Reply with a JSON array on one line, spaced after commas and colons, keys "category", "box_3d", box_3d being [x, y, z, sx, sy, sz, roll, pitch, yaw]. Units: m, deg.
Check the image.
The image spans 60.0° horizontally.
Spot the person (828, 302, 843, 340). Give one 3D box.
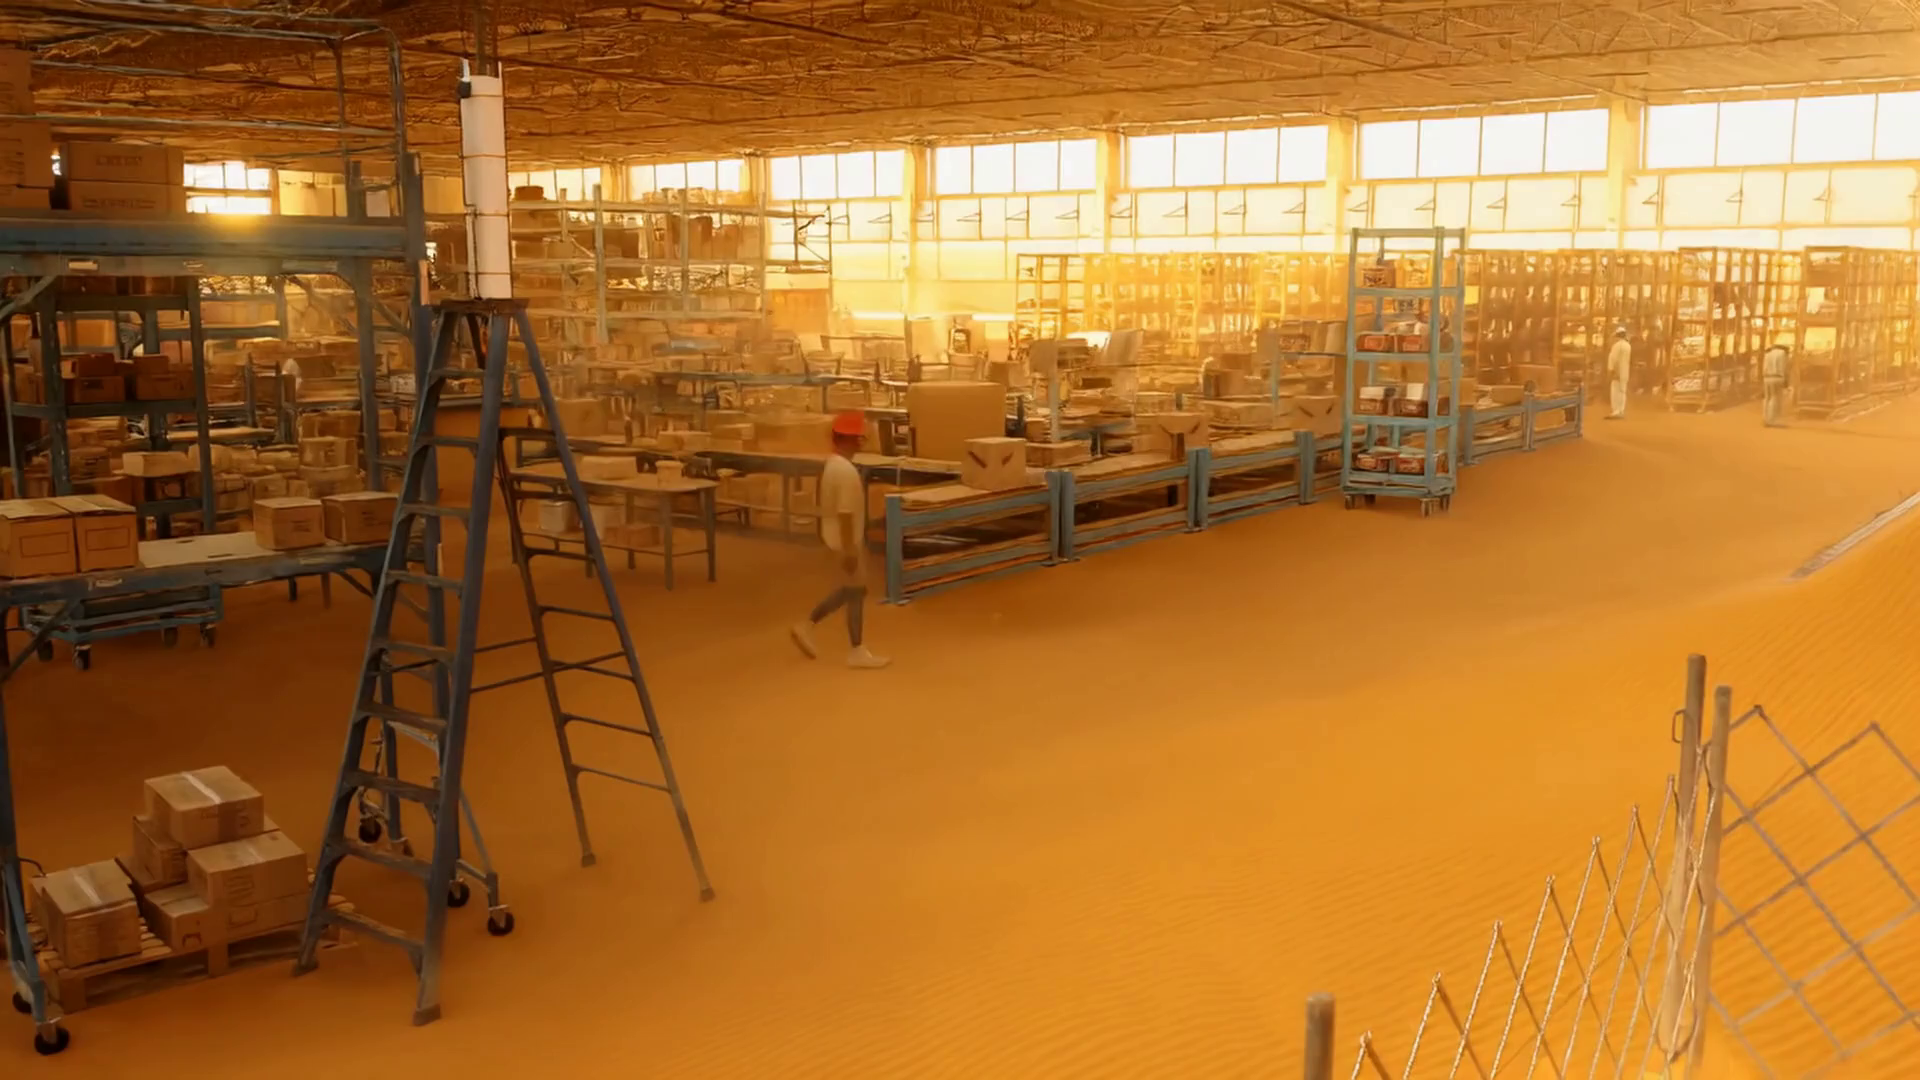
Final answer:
[{"category": "person", "box_3d": [-4.760, -8.110, 63.579, 0.602, 1.938, 0.401, -2, 9, -15]}]

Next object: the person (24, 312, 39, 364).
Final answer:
[{"category": "person", "box_3d": [-30.053, -6.564, 54.092, 0.989, 1.884, 0.569, -2, 9, -14]}]

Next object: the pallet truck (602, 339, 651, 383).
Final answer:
[{"category": "pallet truck", "box_3d": [-8.991, -4.871, 45.351, 0.653, 1.274, 1.630, 7, 11, 37]}]

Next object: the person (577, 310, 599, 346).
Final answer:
[{"category": "person", "box_3d": [-11.328, -6.048, 50.712, 0.629, 1.939, 0.371, -1, 9, -5]}]

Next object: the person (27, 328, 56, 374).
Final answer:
[{"category": "person", "box_3d": [-19.925, -3.676, 36.179, 0.643, 1.852, 1.022, -8, 12, -40]}]

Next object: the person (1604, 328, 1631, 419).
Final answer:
[{"category": "person", "box_3d": [13.704, -3.469, 34.705, 0.403, 1.911, 0.637, 9, 13, 44]}]

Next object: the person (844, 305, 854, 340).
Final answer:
[{"category": "person", "box_3d": [-4.536, -8.667, 67.663, 0.571, 1.741, 0.405, 7, 11, 35]}]

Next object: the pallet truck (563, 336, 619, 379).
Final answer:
[{"category": "pallet truck", "box_3d": [-10.690, -5.294, 48.215, 1.601, 1.201, 0.680, -5, 10, -26]}]

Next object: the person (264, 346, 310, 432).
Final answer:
[{"category": "person", "box_3d": [-12.870, -2.871, 31.758, 0.537, 1.645, 0.881, 8, 12, 41]}]

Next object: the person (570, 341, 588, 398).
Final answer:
[{"category": "person", "box_3d": [-7.283, -2.921, 31.736, 0.364, 1.754, 0.545, 1, 9, 9]}]

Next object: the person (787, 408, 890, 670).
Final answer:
[{"category": "person", "box_3d": [-0.916, 0.004, 12.650, 0.687, 2.028, 0.629, -2, 9, -11]}]

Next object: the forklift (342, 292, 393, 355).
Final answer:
[{"category": "forklift", "box_3d": [-16.485, -5.622, 45.120, 1.129, 2.768, 1.873, 7, 11, 37]}]

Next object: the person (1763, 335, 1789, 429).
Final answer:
[{"category": "person", "box_3d": [16.037, -3.103, 32.654, 0.404, 1.835, 0.587, -3, 10, -17]}]

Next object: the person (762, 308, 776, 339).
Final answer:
[{"category": "person", "box_3d": [-5.957, -6.189, 51.550, 0.820, 1.957, 0.628, 4, 10, 26]}]
